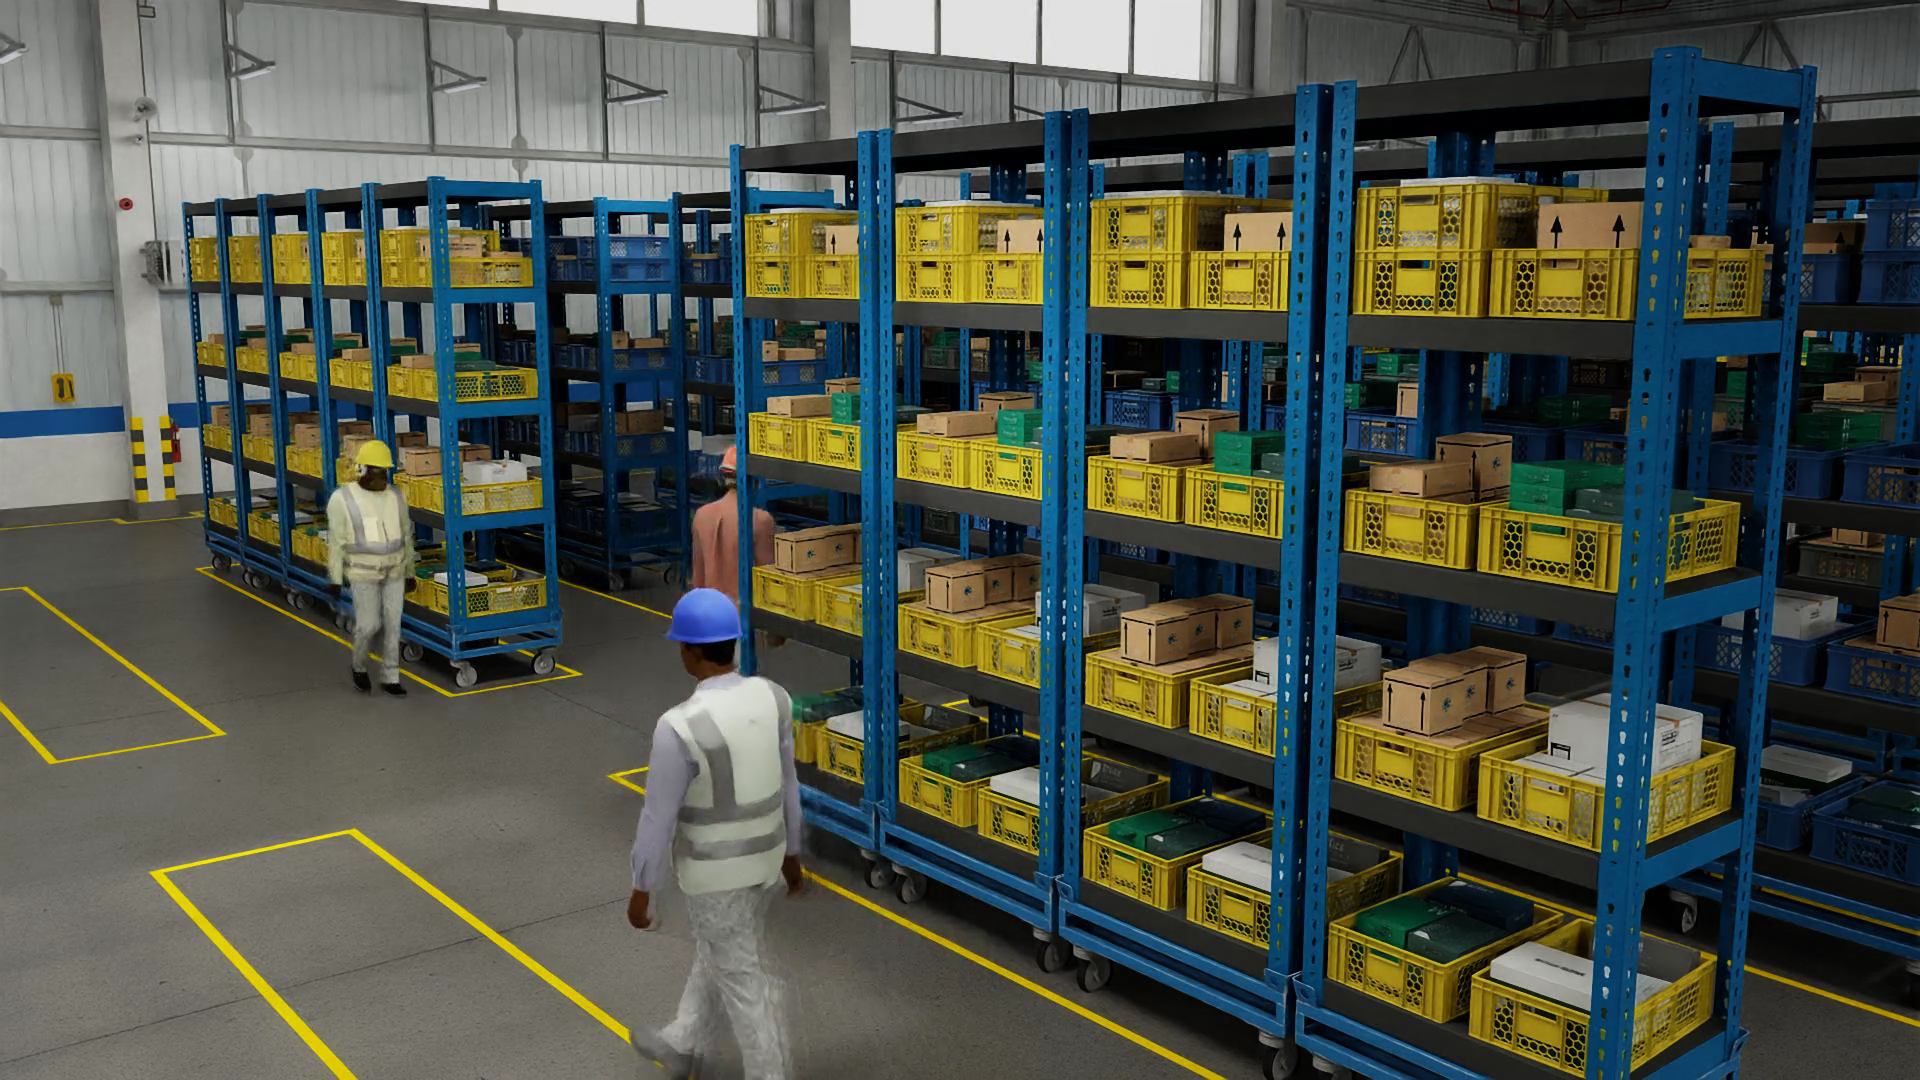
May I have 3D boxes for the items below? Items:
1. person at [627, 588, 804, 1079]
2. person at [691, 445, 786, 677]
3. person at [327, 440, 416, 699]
[{"bbox_3d":[-0.928,1.108,5.816,0.937,1.905,0.644,6,11,32],"label":"person"},{"bbox_3d":[-1.281,0.421,9.778,0.613,1.976,0.432,7,12,37],"label":"person"},{"bbox_3d":[-4.044,0.213,11.506,0.418,1.809,0.625,8,12,41],"label":"person"}]
